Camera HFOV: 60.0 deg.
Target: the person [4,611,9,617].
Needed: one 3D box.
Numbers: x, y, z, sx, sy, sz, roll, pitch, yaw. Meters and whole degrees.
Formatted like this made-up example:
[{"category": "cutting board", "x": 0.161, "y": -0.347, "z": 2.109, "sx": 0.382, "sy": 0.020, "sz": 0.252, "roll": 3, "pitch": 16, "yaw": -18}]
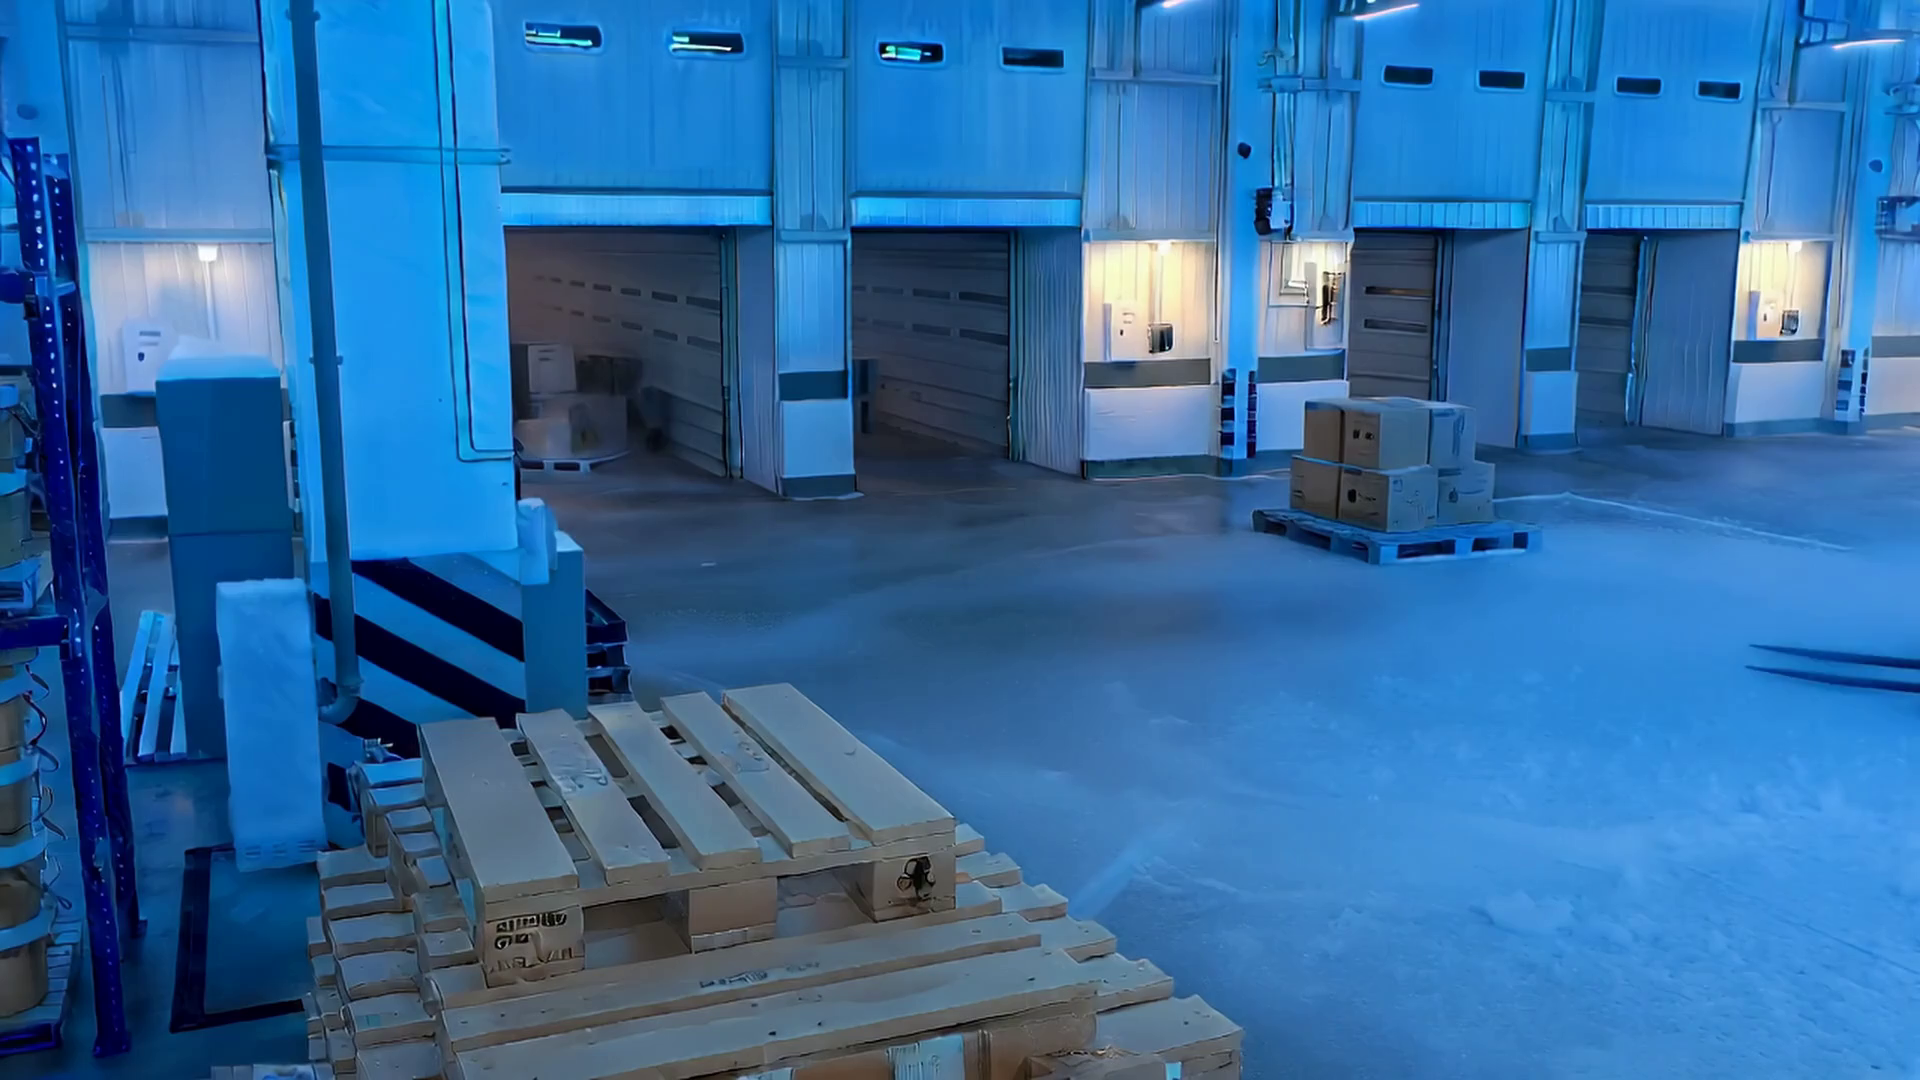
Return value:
[{"category": "person", "x": -4.941, "y": 0.298, "z": 8.159, "sx": 0.544, "sy": 1.933, "sz": 0.376, "roll": -7, "pitch": 12, "yaw": -32}]
